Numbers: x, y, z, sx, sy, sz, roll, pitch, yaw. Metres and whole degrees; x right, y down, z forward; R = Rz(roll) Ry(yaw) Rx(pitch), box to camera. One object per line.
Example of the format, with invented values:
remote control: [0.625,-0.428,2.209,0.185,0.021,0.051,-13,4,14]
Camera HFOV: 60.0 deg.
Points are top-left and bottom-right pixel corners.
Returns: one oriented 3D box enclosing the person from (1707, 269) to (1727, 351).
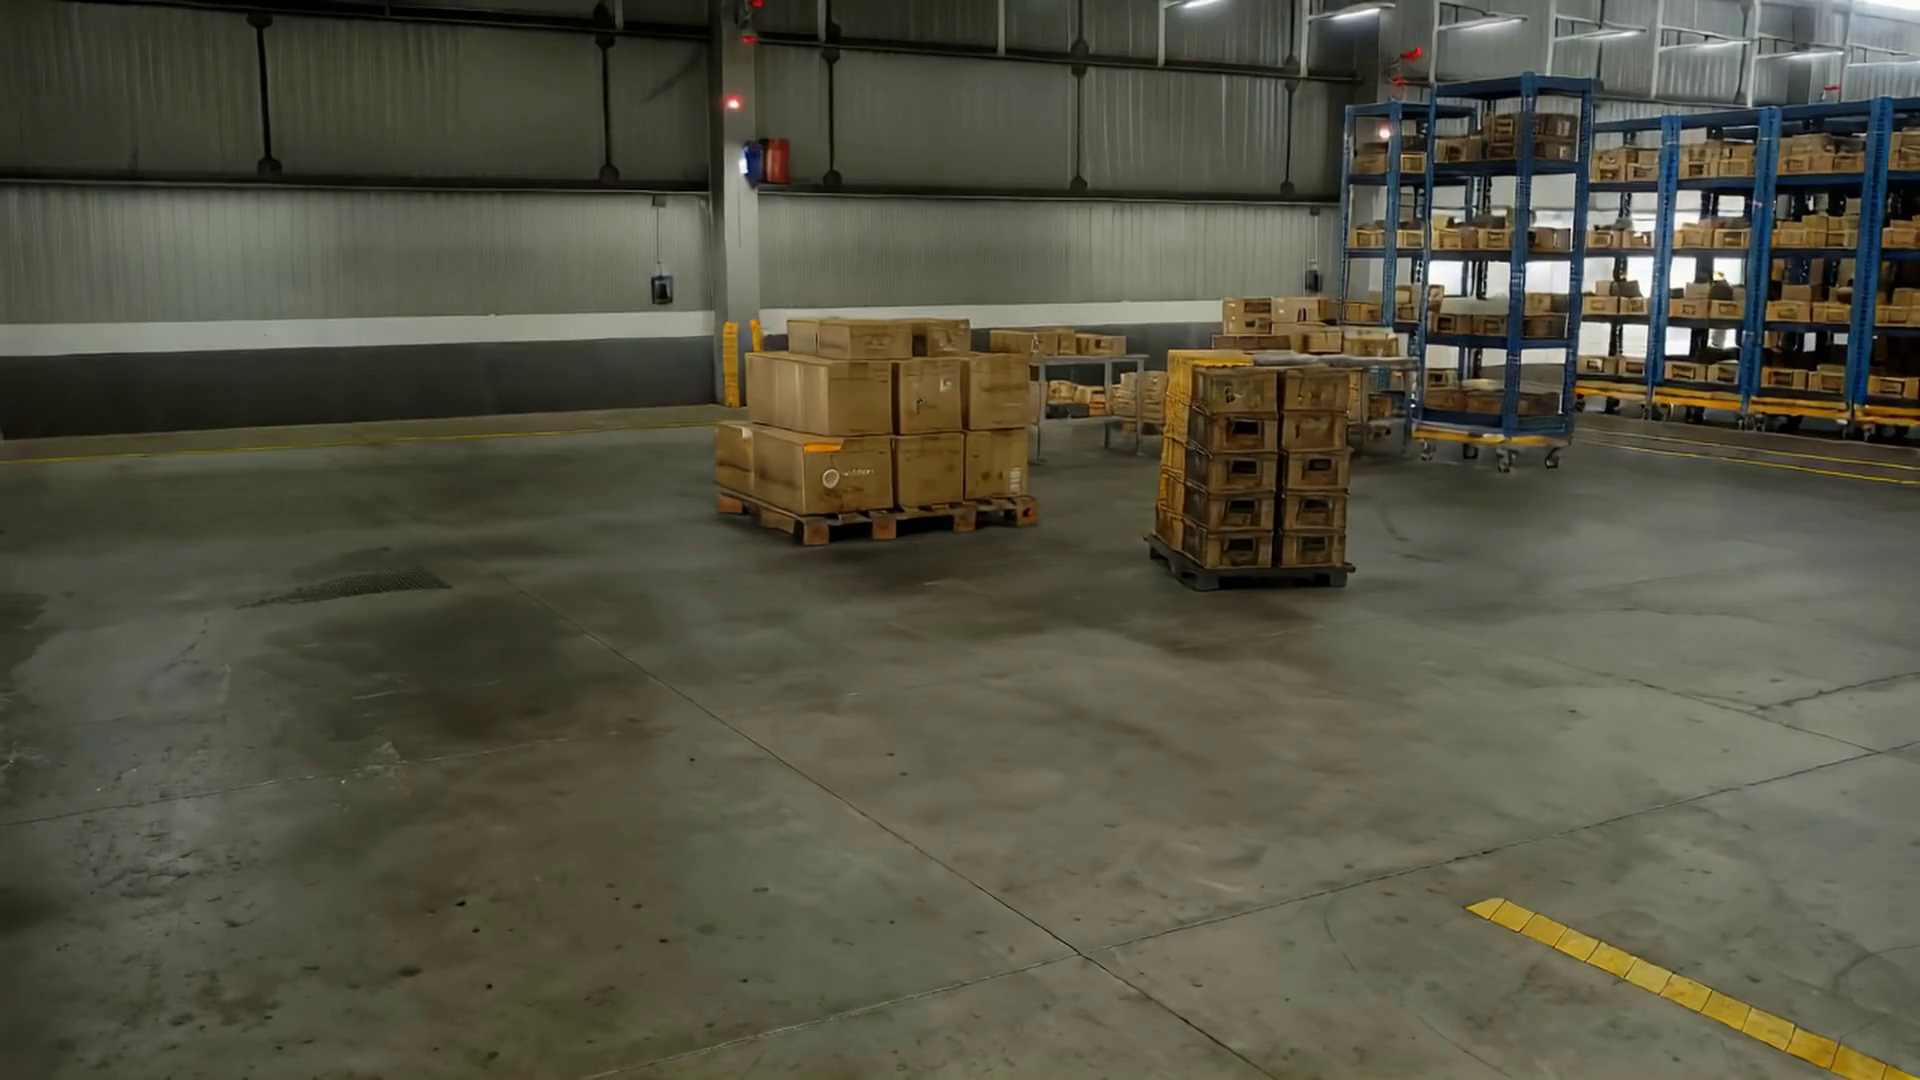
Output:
person: [11.339,-3.206,25.053,0.563,1.743,0.359,-8,13,-39]
